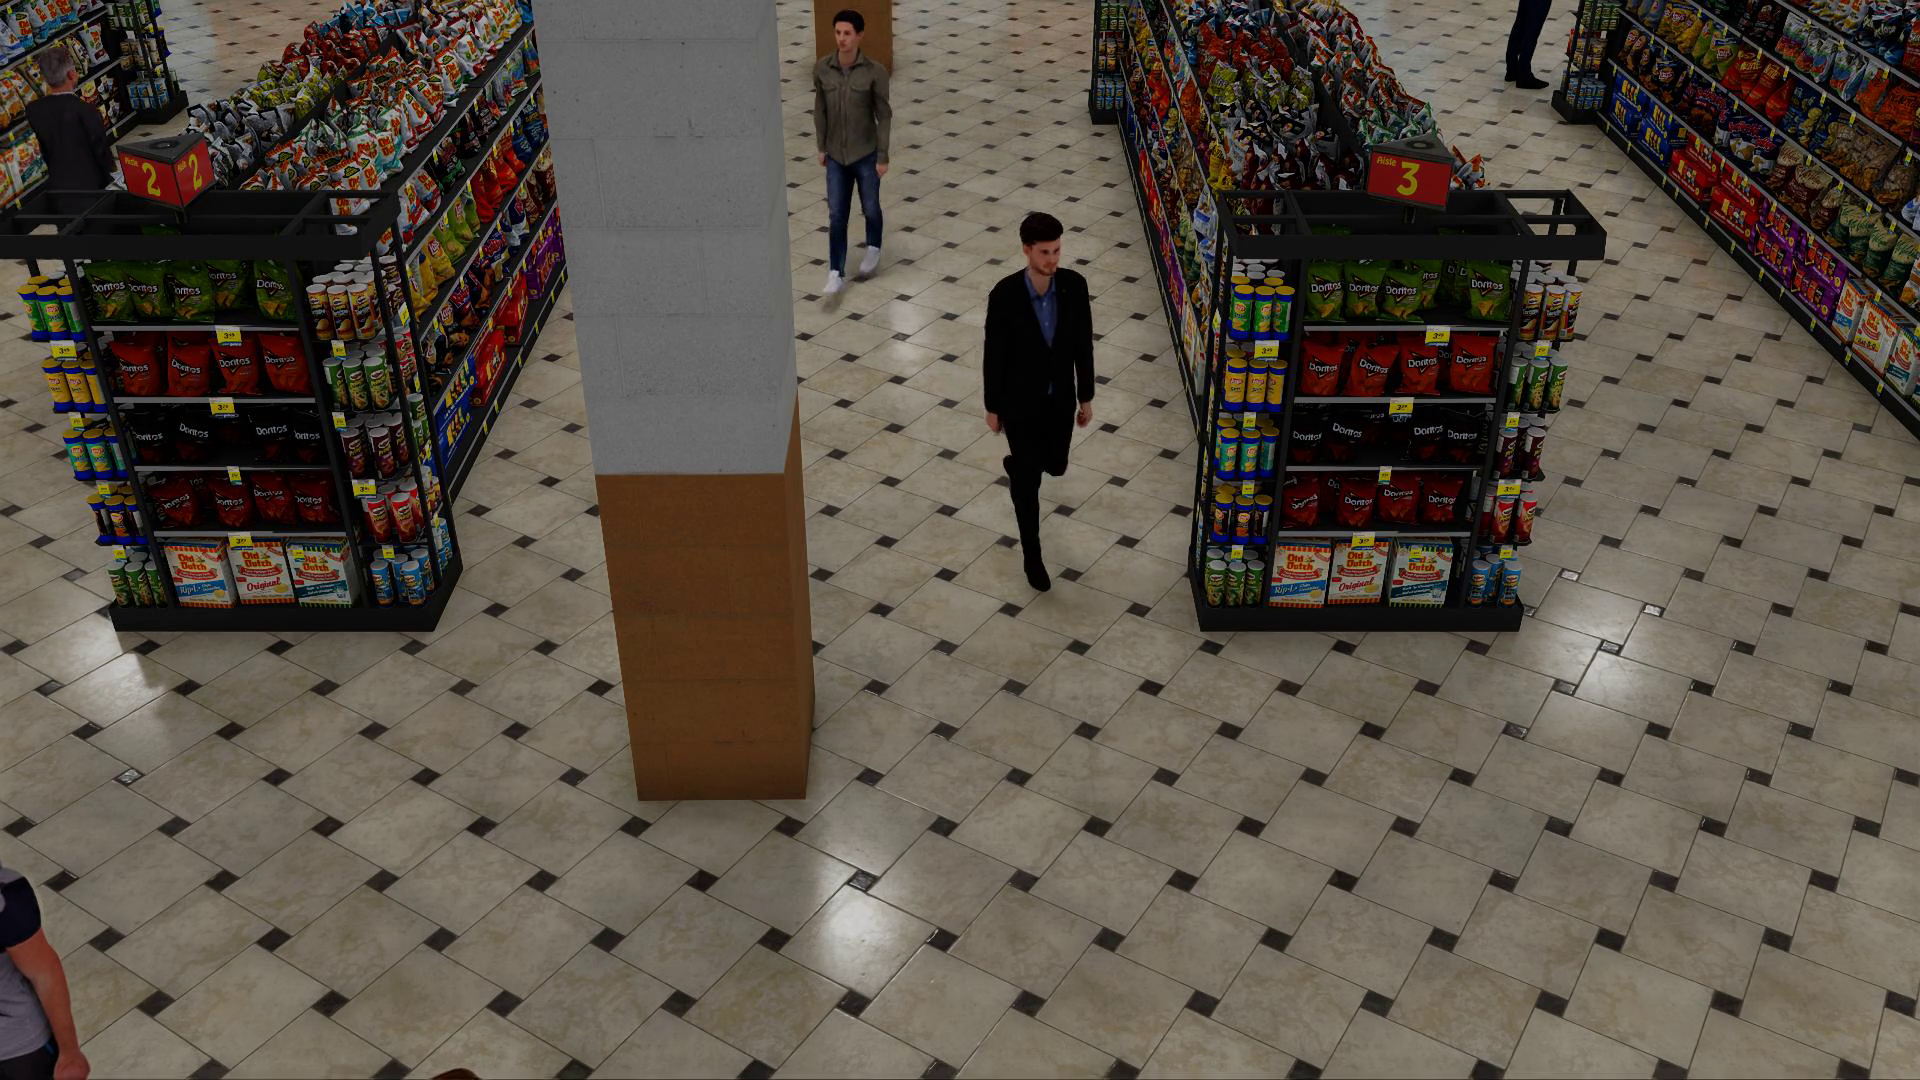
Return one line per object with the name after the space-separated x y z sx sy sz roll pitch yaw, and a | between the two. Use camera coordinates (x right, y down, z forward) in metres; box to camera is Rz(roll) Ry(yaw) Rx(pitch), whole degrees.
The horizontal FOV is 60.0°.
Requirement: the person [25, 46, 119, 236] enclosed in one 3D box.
-5.392 -2.072 10.228 0.841 1.822 0.855 6 32 10 | person

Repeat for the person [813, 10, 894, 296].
-0.662 -2.573 11.043 0.927 1.813 1.226 9 33 13 | person

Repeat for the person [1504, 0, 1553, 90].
5.192 -5.039 14.934 0.733 1.889 0.546 -4 32 -6 | person

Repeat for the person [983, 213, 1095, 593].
0.355 -0.721 8.022 0.916 1.860 1.171 -10 33 -16 | person
